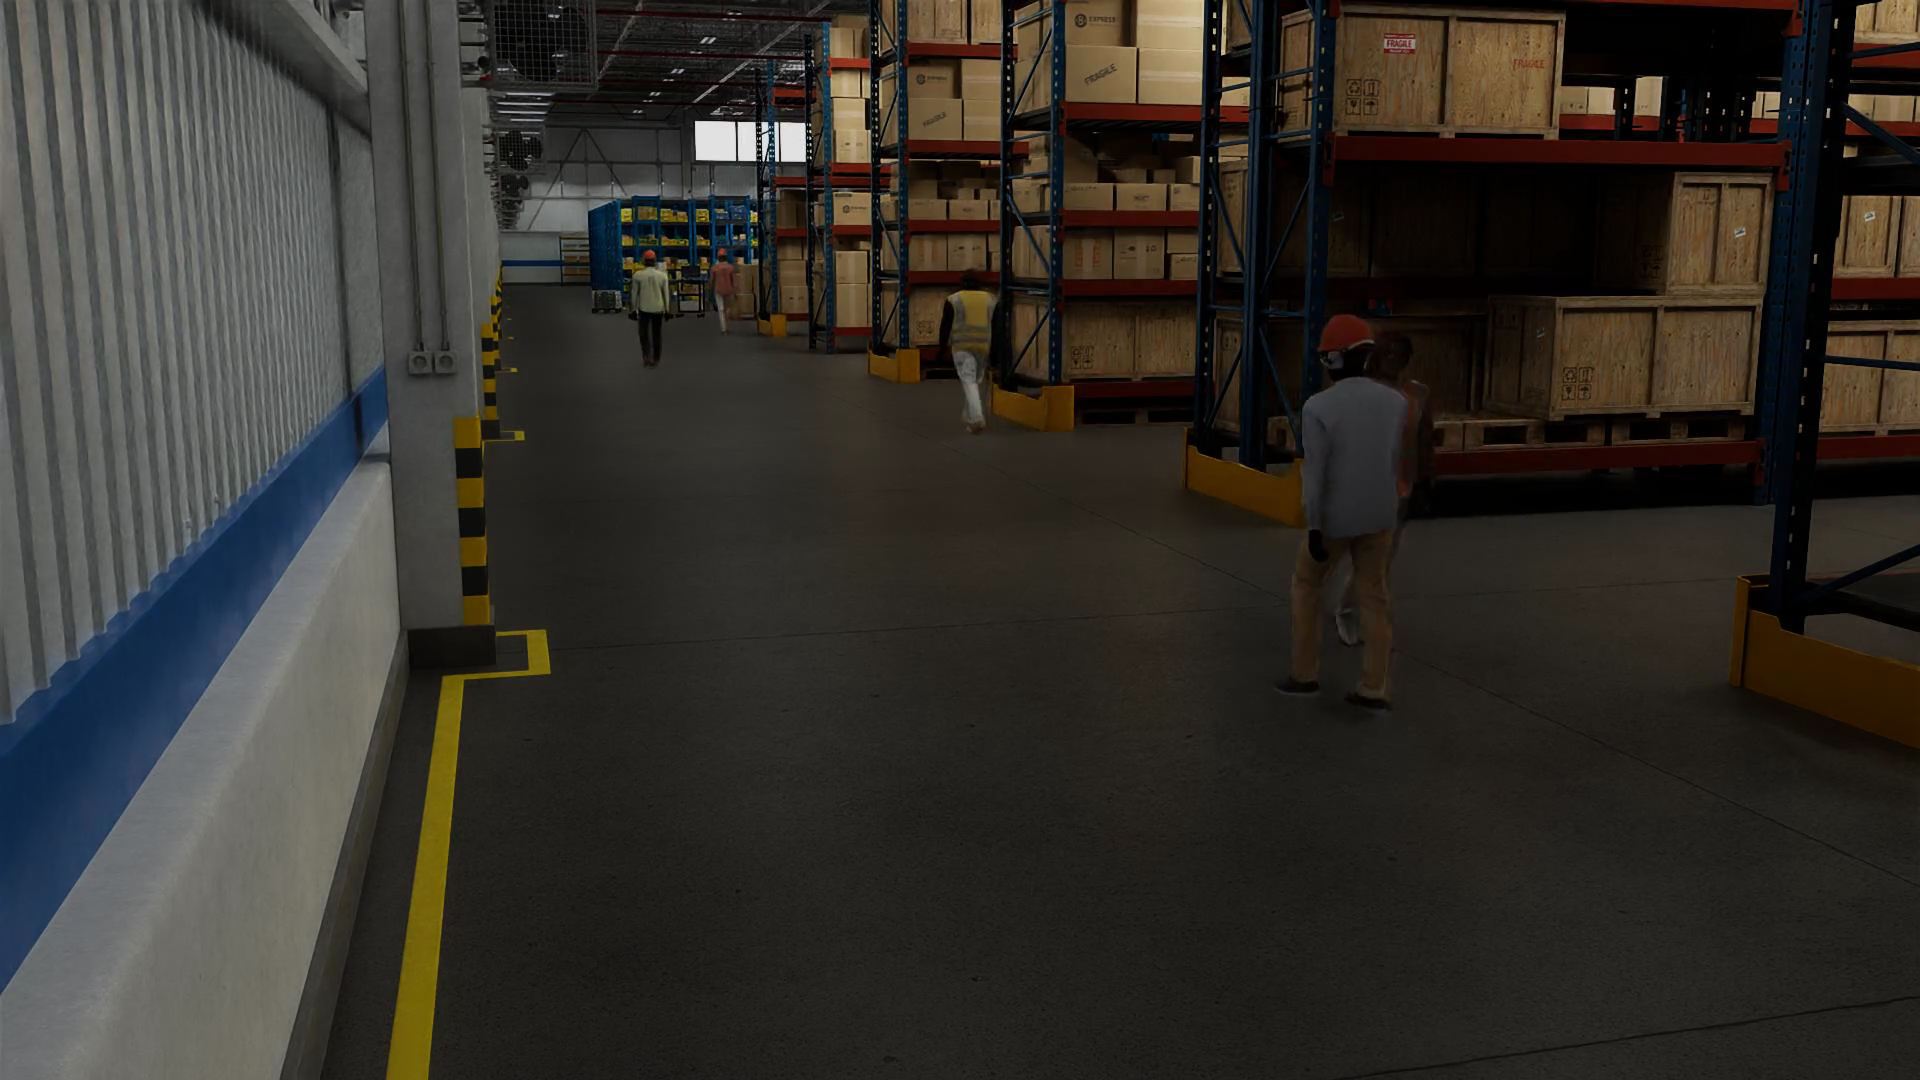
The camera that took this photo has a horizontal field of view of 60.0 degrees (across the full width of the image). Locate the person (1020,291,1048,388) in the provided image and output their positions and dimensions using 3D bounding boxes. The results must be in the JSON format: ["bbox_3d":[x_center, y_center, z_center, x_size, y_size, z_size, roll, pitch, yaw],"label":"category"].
[{"bbox_3d":[1.102,-3.133,23.834,0.466,1.918,0.563,-1,10,-8],"label":"person"}]

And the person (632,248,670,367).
[{"bbox_3d":[-5.203,-3.904,28.008,0.630,1.991,0.440,-3,11,-18],"label":"person"}]

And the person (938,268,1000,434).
[{"bbox_3d":[0.130,-2.064,18.175,0.626,1.798,0.961,-3,11,-19],"label":"person"}]

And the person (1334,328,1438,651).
[{"bbox_3d":[2.110,-0.236,8.273,0.509,1.622,0.395,-4,11,-20],"label":"person"}]

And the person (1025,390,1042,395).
[{"bbox_3d":[1.283,-2.627,21.069,1.033,1.878,0.649,-4,11,-21],"label":"person"}]

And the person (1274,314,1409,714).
[{"bbox_3d":[1.686,-0.124,7.344,0.571,1.724,0.684,-4,11,-20],"label":"person"}]

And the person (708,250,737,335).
[{"bbox_3d":[-5.454,-5.664,38.114,0.637,1.940,1.014,-4,11,-20],"label":"person"}]
